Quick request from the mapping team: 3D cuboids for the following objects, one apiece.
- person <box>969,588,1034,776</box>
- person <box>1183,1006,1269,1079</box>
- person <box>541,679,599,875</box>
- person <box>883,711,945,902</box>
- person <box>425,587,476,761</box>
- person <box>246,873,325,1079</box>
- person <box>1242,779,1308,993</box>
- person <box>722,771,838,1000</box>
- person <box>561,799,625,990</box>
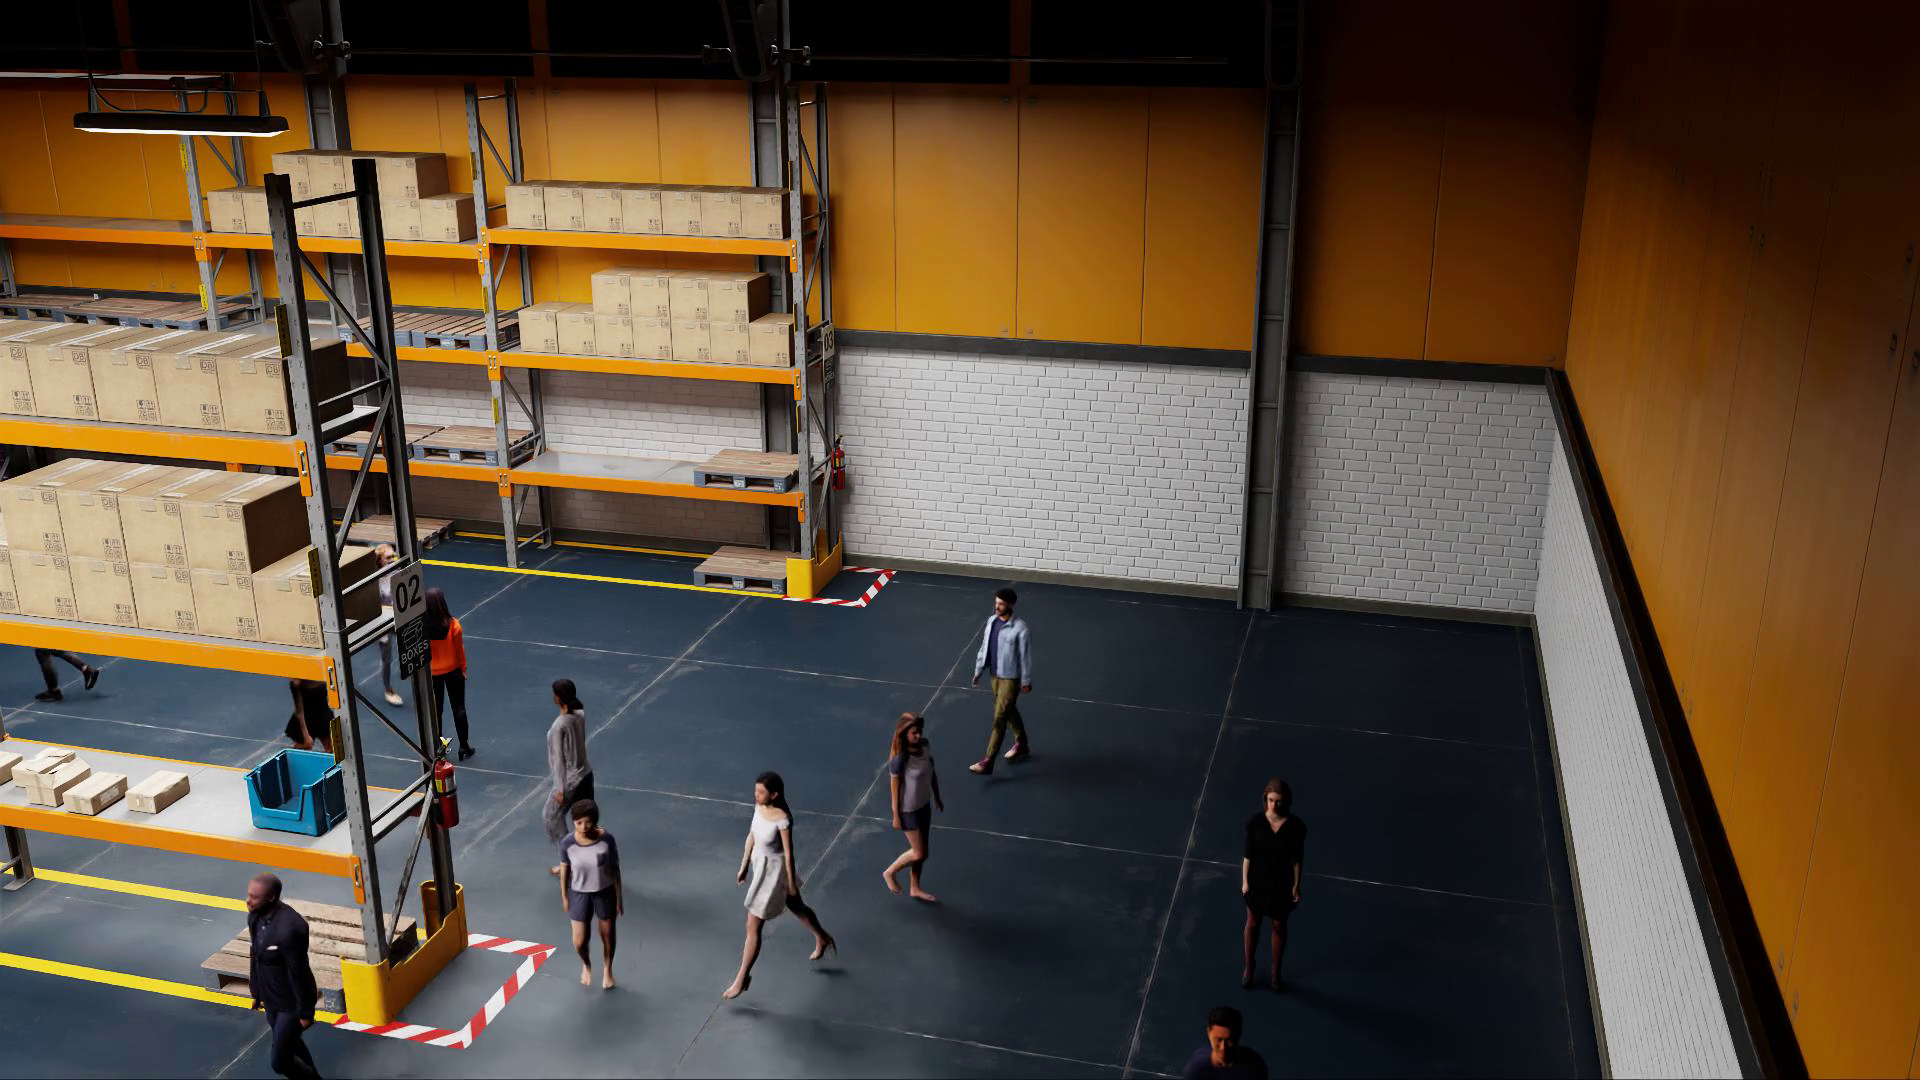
[{"bbox_3d":[0.497,1.291,15.687,1.134,1.772,1.146,-14,23,-36],"label":"person"},{"bbox_3d":[1.505,3.385,9.466,1.037,1.773,0.876,0,19,1],"label":"person"},{"bbox_3d":[-3.101,1.989,13.638,0.706,1.755,0.656,8,20,21],"label":"person"},{"bbox_3d":[-0.446,2.123,13.309,0.761,1.712,0.733,10,21,27],"label":"person"},{"bbox_3d":[-4.905,1.268,15.790,0.575,1.749,0.731,0,19,0],"label":"person"},{"bbox_3d":[-4.263,2.936,10.743,0.759,1.808,0.885,16,24,39],"label":"person"},{"bbox_3d":[2.276,2.514,12.161,0.431,1.704,0.646,4,19,13],"label":"person"},{"bbox_3d":[-1.289,2.480,12.236,1.191,1.720,1.165,-11,22,-30],"label":"person"},{"bbox_3d":[-2.697,2.560,12.263,0.643,1.552,0.743,-5,19,-14],"label":"person"}]
